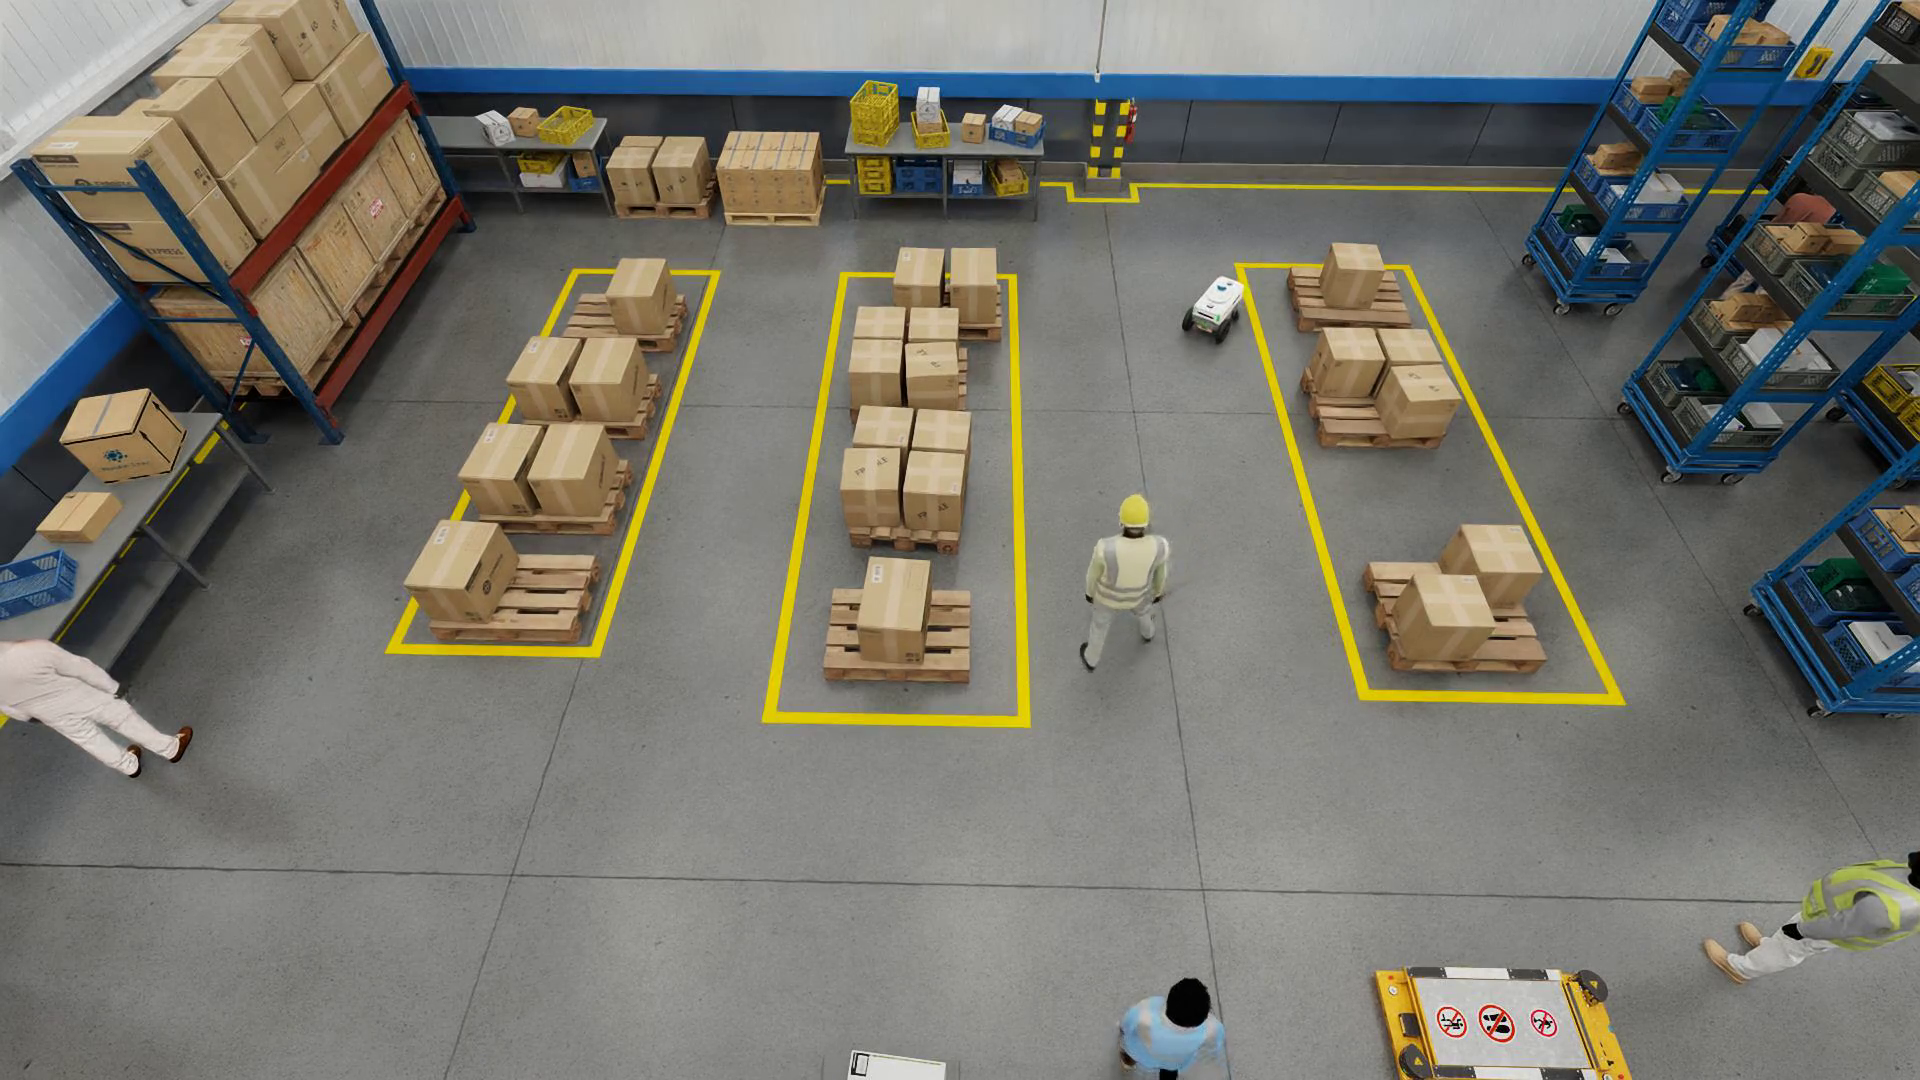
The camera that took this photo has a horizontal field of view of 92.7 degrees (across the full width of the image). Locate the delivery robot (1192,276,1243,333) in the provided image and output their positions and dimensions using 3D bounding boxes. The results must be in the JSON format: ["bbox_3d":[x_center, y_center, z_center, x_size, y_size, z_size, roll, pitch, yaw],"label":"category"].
[{"bbox_3d":[2.938,-2.713,10.439,0.477,0.478,0.707,28,56,21],"label":"delivery robot"}]

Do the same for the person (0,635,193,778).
[{"bbox_3d":[-6.348,1.107,6.518,0.651,1.907,0.409,-19,53,-15],"label":"person"}]

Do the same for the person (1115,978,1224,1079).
[{"bbox_3d":[1.140,2.873,5.219,0.550,1.687,0.417,6,51,5],"label":"person"}]

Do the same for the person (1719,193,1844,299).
[{"bbox_3d":[8.848,-3.047,9.858,0.410,1.981,0.627,-18,53,-14],"label":"person"}]

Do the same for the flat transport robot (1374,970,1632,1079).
[{"bbox_3d":[3.501,3.133,5.914,1.431,0.197,0.652,1,51,1],"label":"flat transport robot"}]

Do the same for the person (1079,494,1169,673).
[{"bbox_3d":[1.320,0.349,7.213,0.715,1.797,0.478,-6,51,-5],"label":"person"}]

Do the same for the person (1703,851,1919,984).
[{"bbox_3d":[5.360,2.293,5.593,0.625,1.844,0.429,-15,52,-12],"label":"person"}]
